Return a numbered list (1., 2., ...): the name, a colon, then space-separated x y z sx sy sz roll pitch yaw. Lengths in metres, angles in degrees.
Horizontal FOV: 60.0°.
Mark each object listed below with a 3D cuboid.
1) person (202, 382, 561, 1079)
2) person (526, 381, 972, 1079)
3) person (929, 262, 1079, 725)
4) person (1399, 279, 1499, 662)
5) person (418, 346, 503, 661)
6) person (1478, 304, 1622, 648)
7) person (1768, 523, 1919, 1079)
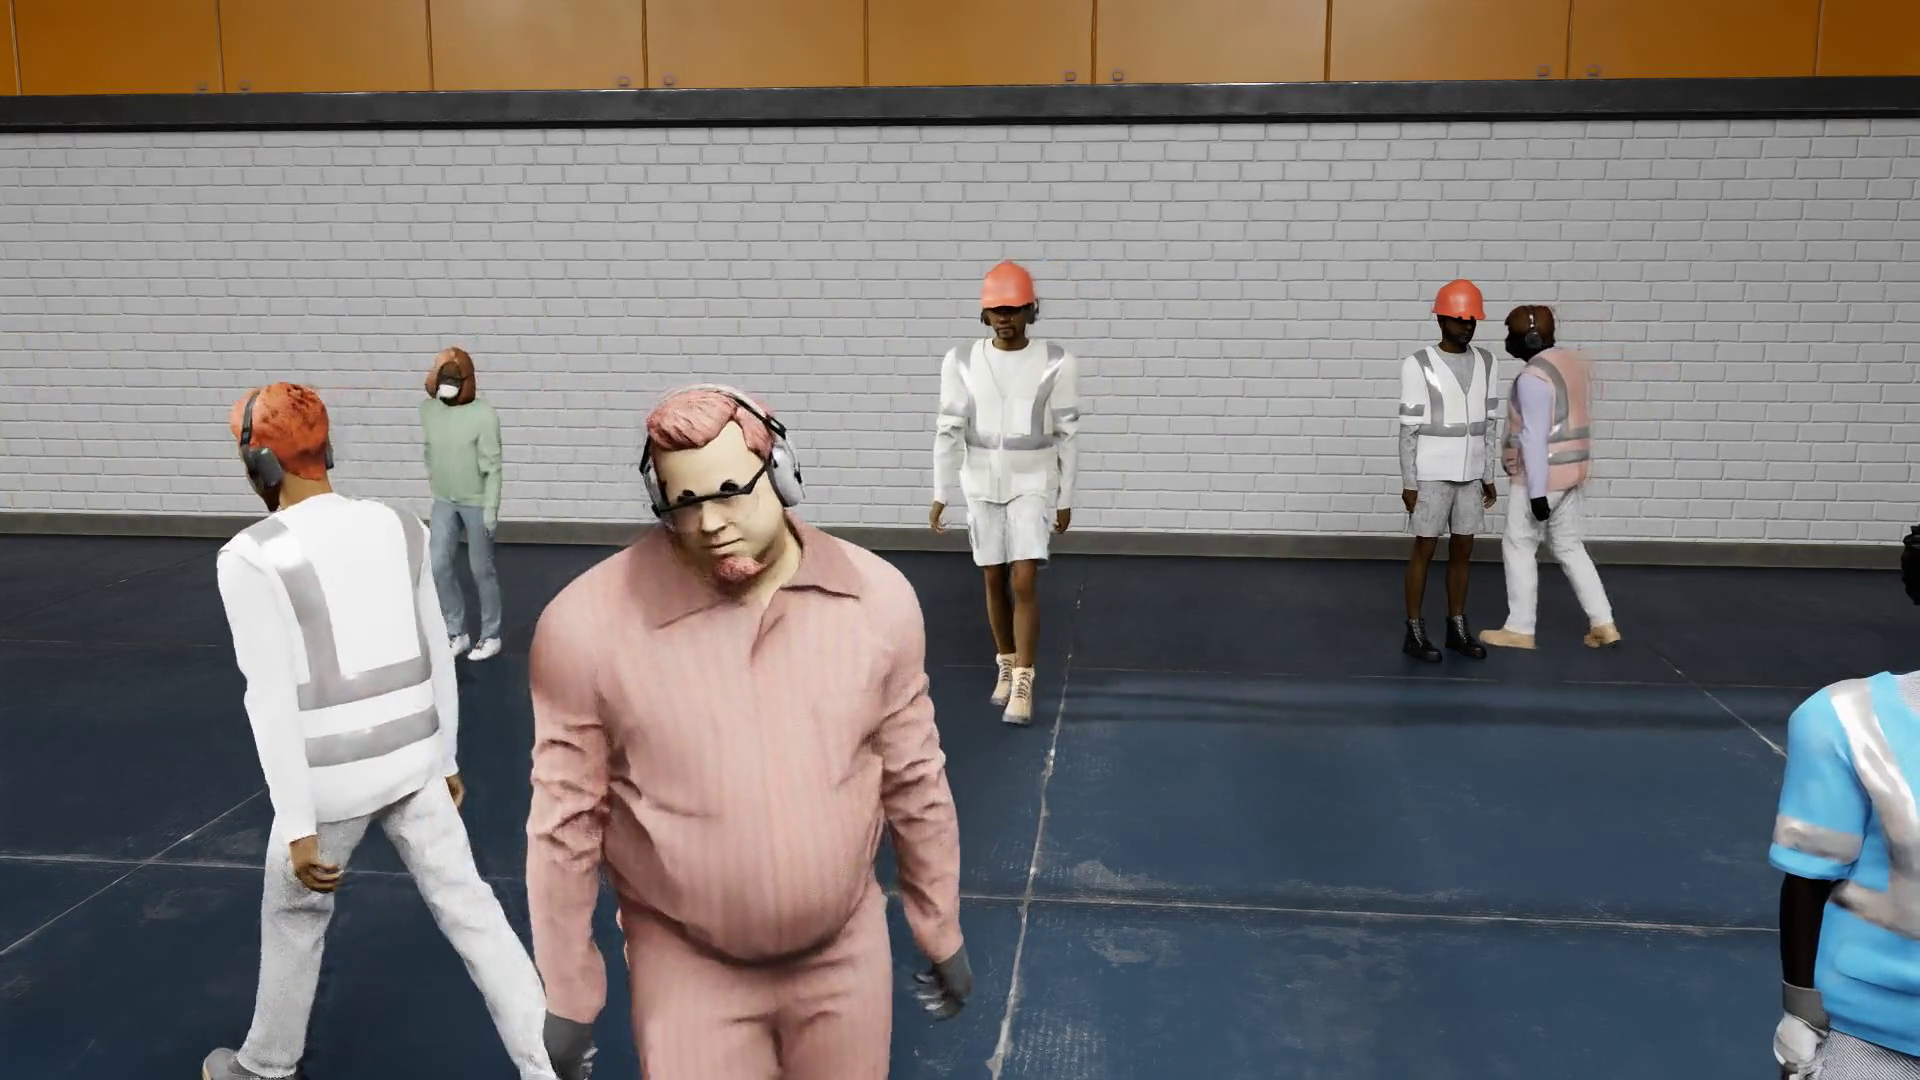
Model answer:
1. person: -1.322 0.535 3.803 1.153 1.797 0.596 6 11 30
2. person: -0.342 0.662 2.762 0.730 1.880 0.524 -5 11 -26
3. person: 0.187 -0.201 7.333 0.614 2.009 0.829 2 10 13
4. person: 2.477 -0.341 8.399 0.539 1.930 0.377 -3 10 -17
5. person: -2.454 -0.169 8.299 0.519 1.596 0.484 3 10 18
6. person: 3.095 -0.304 8.551 0.677 1.809 0.644 8 13 39
7. person: 1.564 0.772 2.679 0.532 1.696 0.318 1 10 3
